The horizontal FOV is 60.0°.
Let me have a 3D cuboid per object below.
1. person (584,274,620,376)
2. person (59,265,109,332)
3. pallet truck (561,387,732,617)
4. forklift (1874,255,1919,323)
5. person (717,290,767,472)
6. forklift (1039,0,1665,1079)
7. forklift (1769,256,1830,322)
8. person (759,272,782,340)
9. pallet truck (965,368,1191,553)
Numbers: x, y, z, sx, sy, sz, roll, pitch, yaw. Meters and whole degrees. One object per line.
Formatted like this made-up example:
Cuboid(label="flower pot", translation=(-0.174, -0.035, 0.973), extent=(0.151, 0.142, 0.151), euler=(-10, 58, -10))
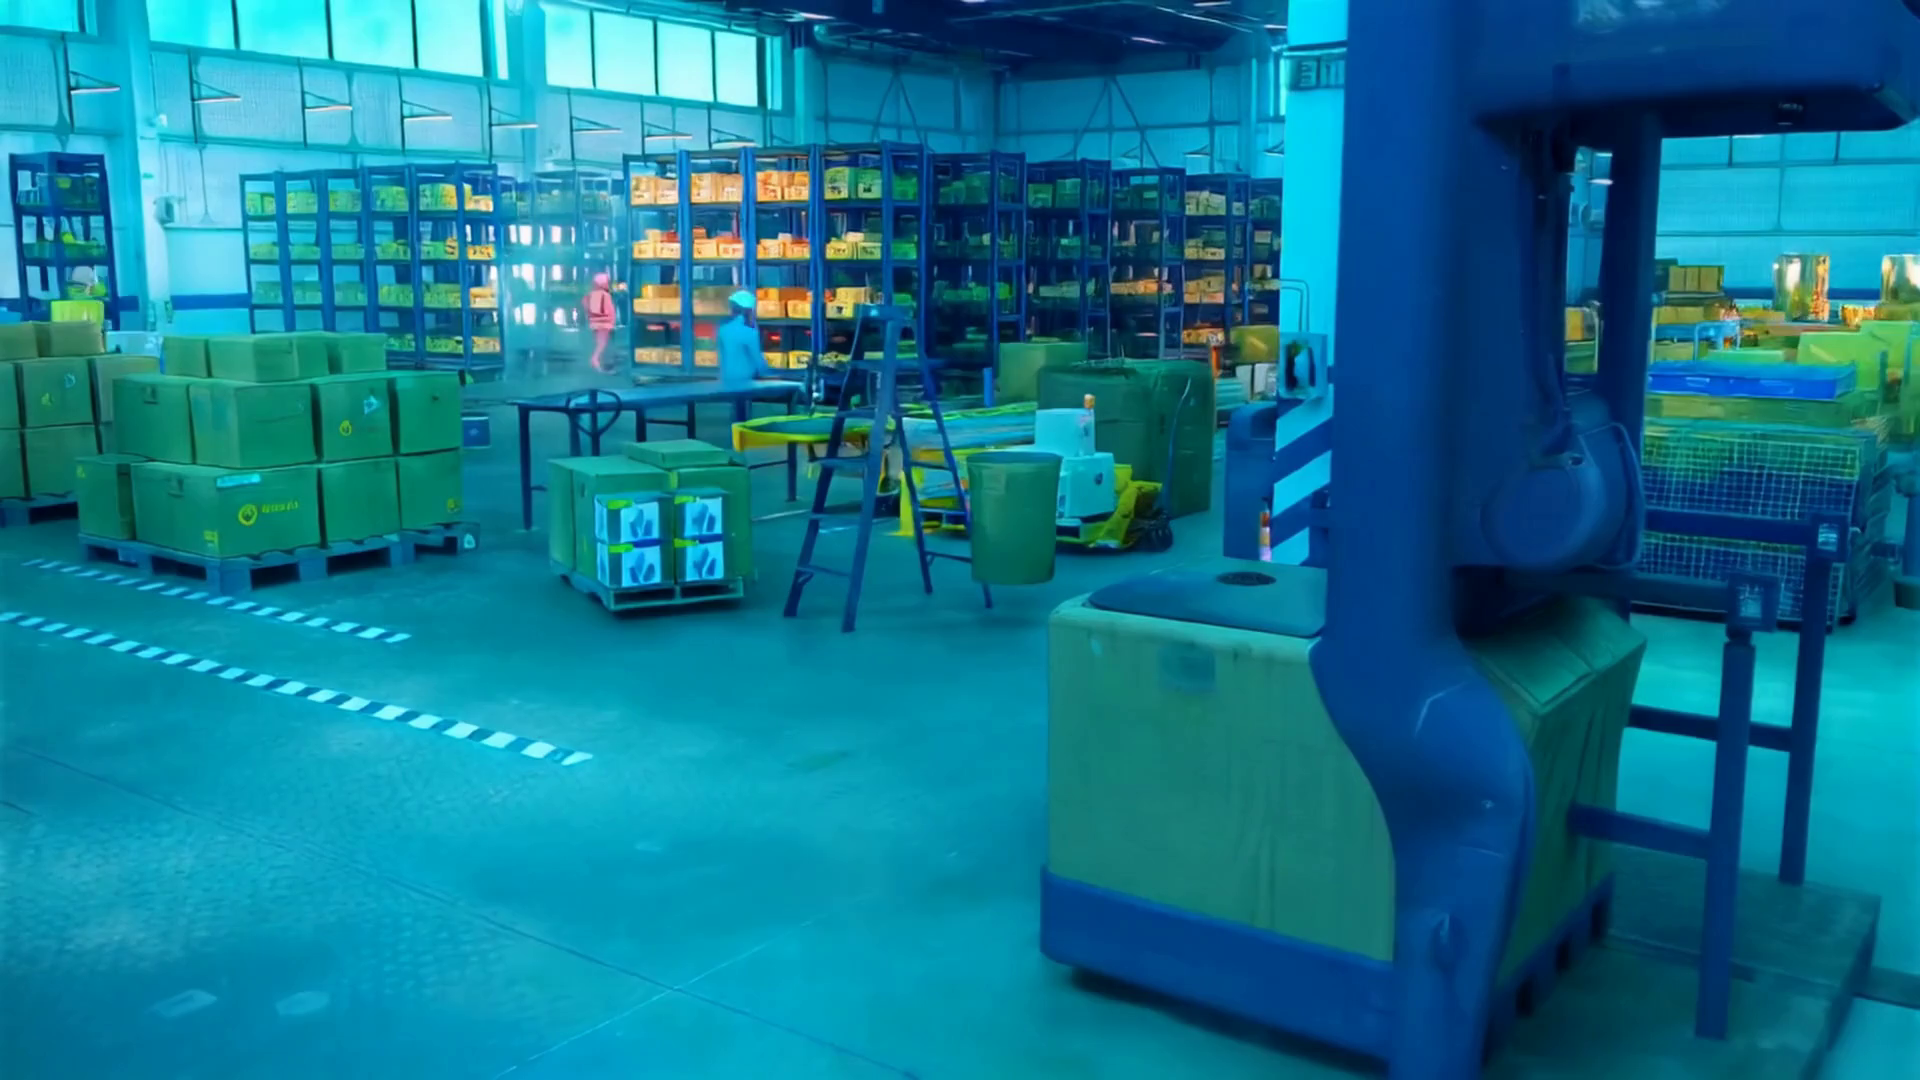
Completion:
Cuboid(label="person", translation=(-6.279, -3.740, 29.028), extent=(0.597, 1.805, 0.778), euler=(7, 12, 37))
Cuboid(label="person", translation=(-9.289, -1.923, 17.668), extent=(0.627, 1.977, 0.470), euler=(4, 10, 21))
Cuboid(label="pallet truck", translation=(-1.981, -0.274, 10.088), extent=(0.680, 1.201, 1.601), euler=(-5, 11, -28))
Cuboid(label="forklift", translation=(22.089, -5.634, 38.796), extent=(1.157, 1.987, 2.680), euler=(6, 11, 33))
Cuboid(label="person", translation=(-2.027, -1.510, 15.908), extent=(0.543, 1.743, 0.660), euler=(8, 13, 41))
Cuboid(label="forklift", translation=(1.249, -0.137, 4.360), extent=(1.873, 2.768, 1.129), euler=(7, 12, 35))
Cuboid(label="forklift", translation=(20.253, -5.854, 40.139), extent=(1.157, 1.987, 2.680), euler=(7, 12, 35))
Cuboid(label="person", translation=(-3.720, -4.384, 32.806), extent=(0.496, 1.819, 0.599), euler=(-6, 11, -32))
Cuboid(label="pallet truck", translation=(0.845, -0.609, 11.869), extent=(1.630, 1.274, 0.653), euler=(7, 12, 35))
